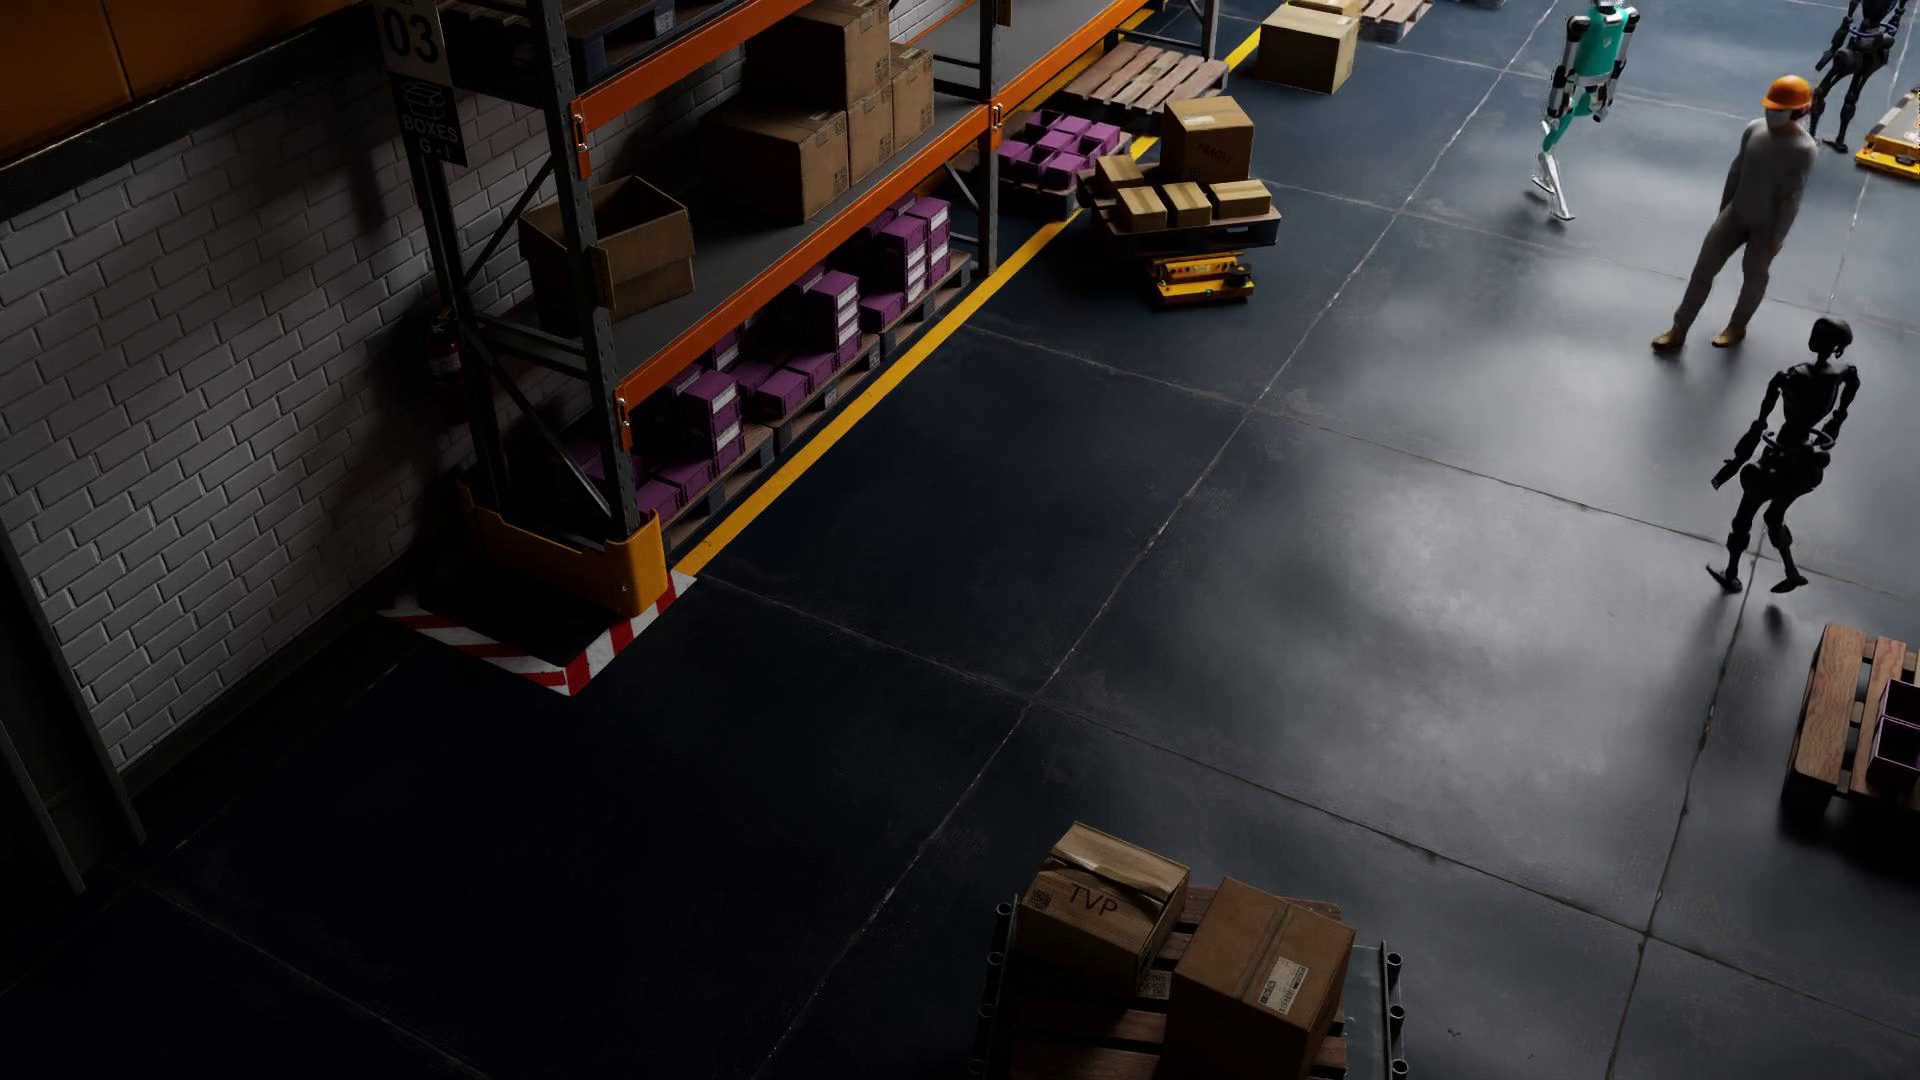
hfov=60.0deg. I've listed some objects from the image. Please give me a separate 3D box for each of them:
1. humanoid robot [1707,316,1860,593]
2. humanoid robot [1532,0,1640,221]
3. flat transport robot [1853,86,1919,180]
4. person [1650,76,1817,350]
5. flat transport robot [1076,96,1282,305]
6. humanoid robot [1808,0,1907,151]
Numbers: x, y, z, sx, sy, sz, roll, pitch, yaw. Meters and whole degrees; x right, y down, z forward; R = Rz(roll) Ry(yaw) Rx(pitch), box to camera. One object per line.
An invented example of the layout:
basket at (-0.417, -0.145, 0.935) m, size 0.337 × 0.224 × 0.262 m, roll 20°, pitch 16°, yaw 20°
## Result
humanoid robot at (4.264, -0.360, 8.547) m, size 0.604 × 1.646 × 0.498 m, roll -9°, pitch 39°, yaw -11°
humanoid robot at (4.417, -3.226, 12.060) m, size 0.557 × 1.730 × 0.969 m, roll -11°, pitch 40°, yaw -13°
flat transport robot at (7.712, -3.233, 13.260) m, size 0.659 × 0.231 × 1.431 m, roll 28°, pitch 46°, yaw 30°
person at (4.905, -1.977, 10.418) m, size 0.824 × 1.867 × 0.568 m, roll -24°, pitch 45°, yaw -27°
flat transport robot at (1.556, -2.137, 11.891) m, size 0.659 × 0.231 × 1.431 m, roll -8°, pitch 39°, yaw -9°
humanoid robot at (6.966, -3.816, 12.854) m, size 0.606 × 1.649 × 0.344 m, roll -11°, pitch 40°, yaw -14°
